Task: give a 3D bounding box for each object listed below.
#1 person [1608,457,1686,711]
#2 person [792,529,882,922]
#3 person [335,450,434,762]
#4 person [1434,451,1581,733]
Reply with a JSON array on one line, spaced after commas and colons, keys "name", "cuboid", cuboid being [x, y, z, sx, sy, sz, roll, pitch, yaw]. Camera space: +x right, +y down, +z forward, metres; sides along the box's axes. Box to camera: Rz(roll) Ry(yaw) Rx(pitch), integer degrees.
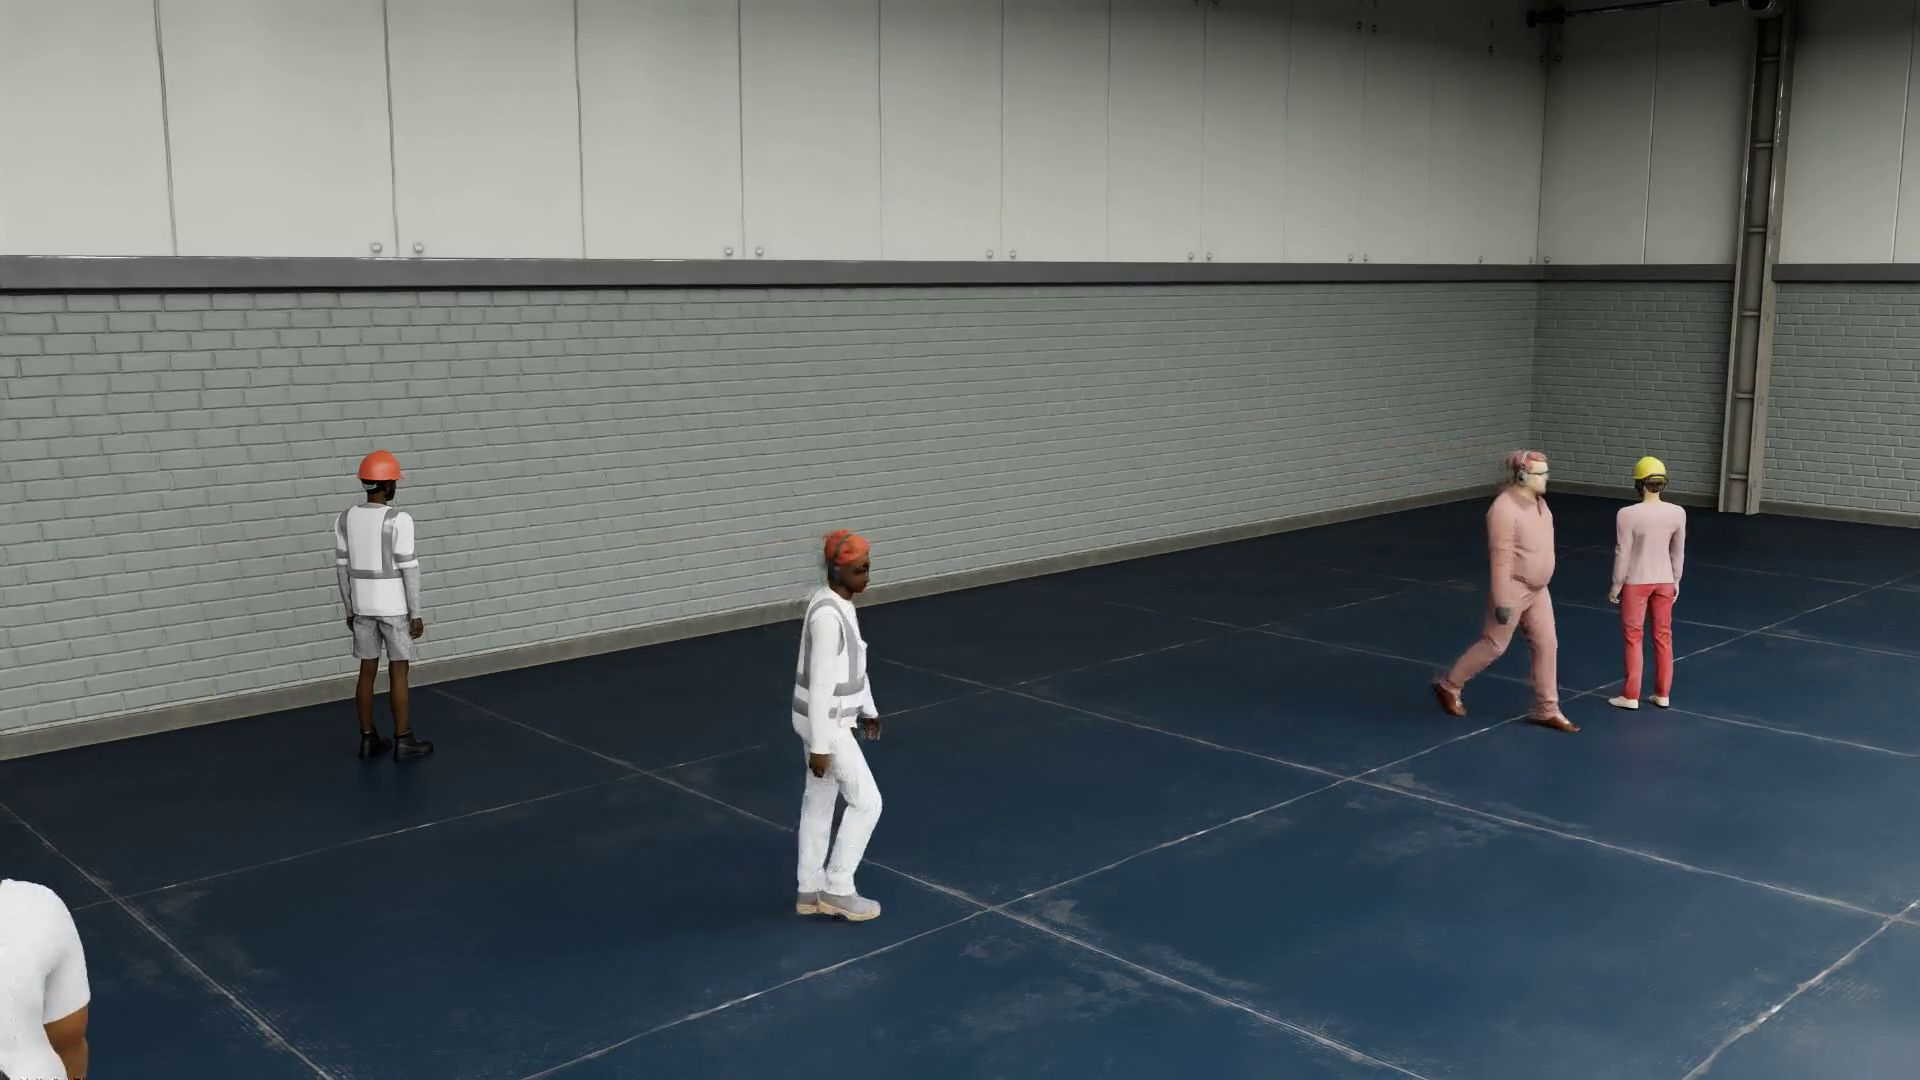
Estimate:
[{"name": "person", "cuboid": [4.750, 0.303, 11.544, 0.533, 1.765, 0.330, -2, 9, -10]}, {"name": "person", "cuboid": [-0.539, 0.867, 7.729, 0.535, 1.859, 0.619, -1, 9, -5]}, {"name": "person", "cuboid": [-3.580, 0.408, 10.358, 0.551, 1.934, 0.372, 3, 10, 17]}, {"name": "person", "cuboid": [3.671, 0.323, 11.122, 0.658, 1.873, 0.936, -9, 12, -43]}]
